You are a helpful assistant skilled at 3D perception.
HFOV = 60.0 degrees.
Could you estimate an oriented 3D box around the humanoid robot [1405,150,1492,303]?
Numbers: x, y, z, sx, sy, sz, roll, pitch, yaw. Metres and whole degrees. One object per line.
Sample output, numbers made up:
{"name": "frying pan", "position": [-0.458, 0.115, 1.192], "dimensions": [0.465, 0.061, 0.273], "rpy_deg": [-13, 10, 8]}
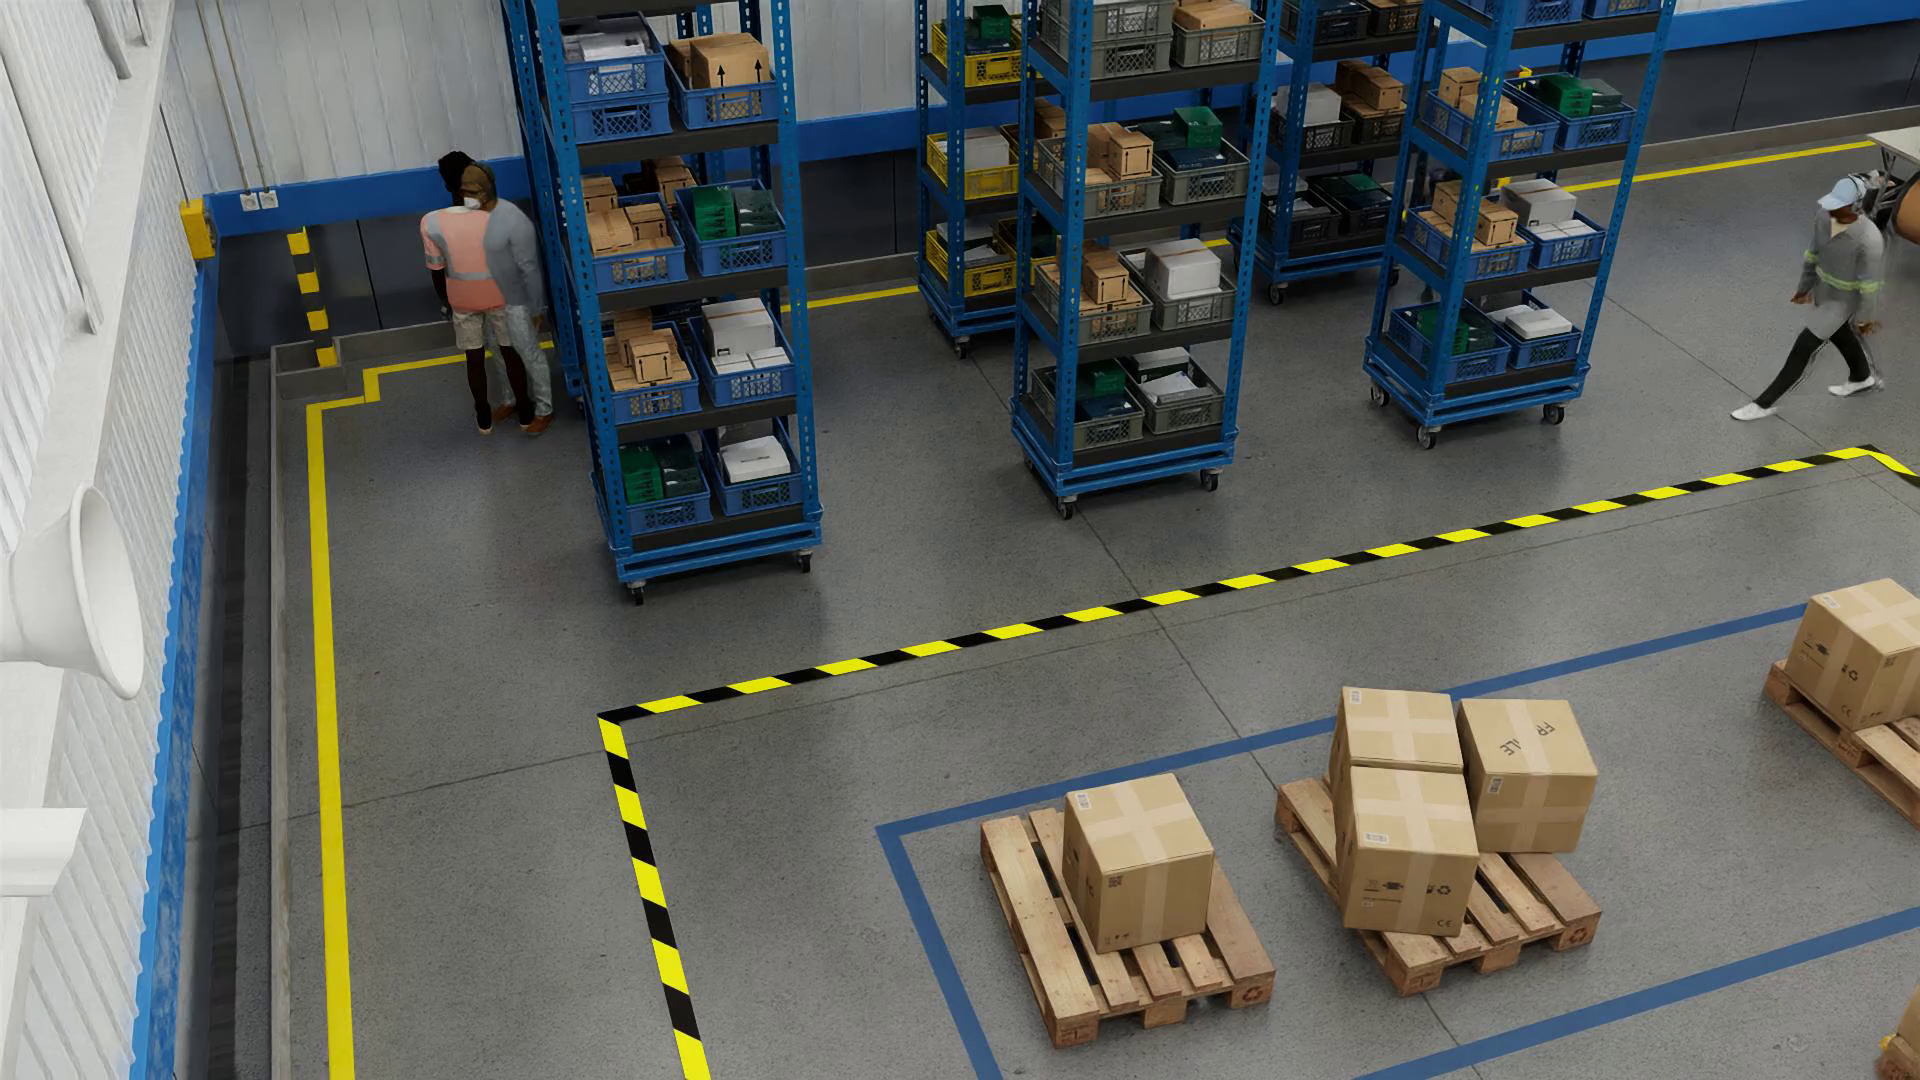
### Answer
{"name": "humanoid robot", "position": [3.692, -2.634, 12.582], "dimensions": [0.609, 1.630, 0.674], "rpy_deg": [4, 35, 5]}

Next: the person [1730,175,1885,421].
{"name": "person", "position": [5.871, -1.635, 11.085], "dimensions": [1.109, 1.763, 0.608], "rpy_deg": [-6, 36, -8]}

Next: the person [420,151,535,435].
{"name": "person", "position": [-3.111, -1.590, 10.838], "dimensions": [0.605, 1.966, 0.368], "rpy_deg": [-5, 36, -7]}

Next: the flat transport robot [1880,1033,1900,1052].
{"name": "flat transport robot", "position": [4.465, 2.423, 6.596], "dimensions": [0.652, 0.197, 1.431], "rpy_deg": [-11, 37, -15]}

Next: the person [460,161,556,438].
{"name": "person", "position": [-2.967, -1.572, 10.851], "dimensions": [0.643, 1.930, 0.391], "rpy_deg": [18, 39, 24]}
